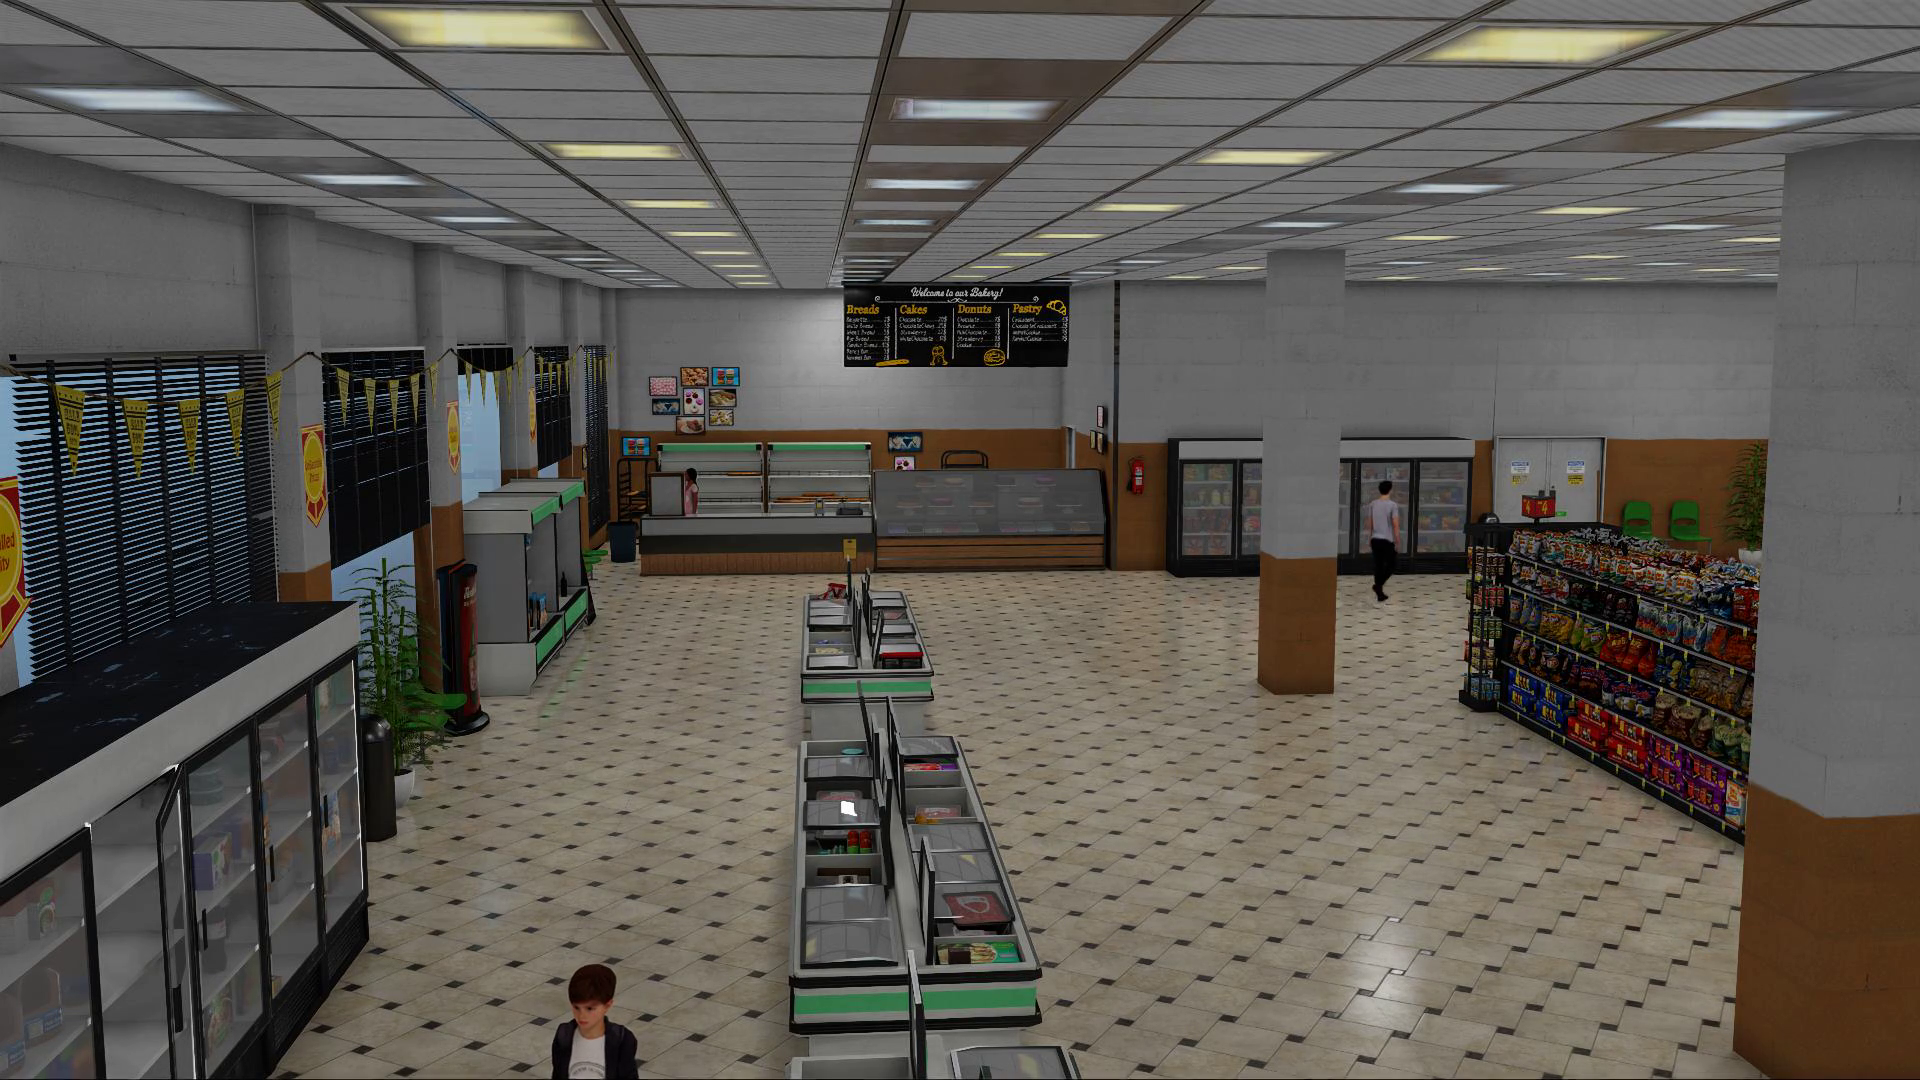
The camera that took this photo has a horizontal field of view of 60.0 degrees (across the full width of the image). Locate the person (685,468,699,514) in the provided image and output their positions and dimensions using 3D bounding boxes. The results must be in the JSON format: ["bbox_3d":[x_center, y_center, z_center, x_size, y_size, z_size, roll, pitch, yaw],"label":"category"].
[{"bbox_3d":[-4.779,-0.414,29.513,0.714,1.742,0.585,-4,8,-30],"label":"person"}]

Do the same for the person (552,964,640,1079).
[{"bbox_3d":[-1.500,2.464,6.928,0.569,1.446,0.563,1,7,7],"label":"person"}]

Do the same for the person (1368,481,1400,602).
[{"bbox_3d":[6.393,0.040,25.301,0.959,1.851,1.010,6,9,42],"label":"person"}]
